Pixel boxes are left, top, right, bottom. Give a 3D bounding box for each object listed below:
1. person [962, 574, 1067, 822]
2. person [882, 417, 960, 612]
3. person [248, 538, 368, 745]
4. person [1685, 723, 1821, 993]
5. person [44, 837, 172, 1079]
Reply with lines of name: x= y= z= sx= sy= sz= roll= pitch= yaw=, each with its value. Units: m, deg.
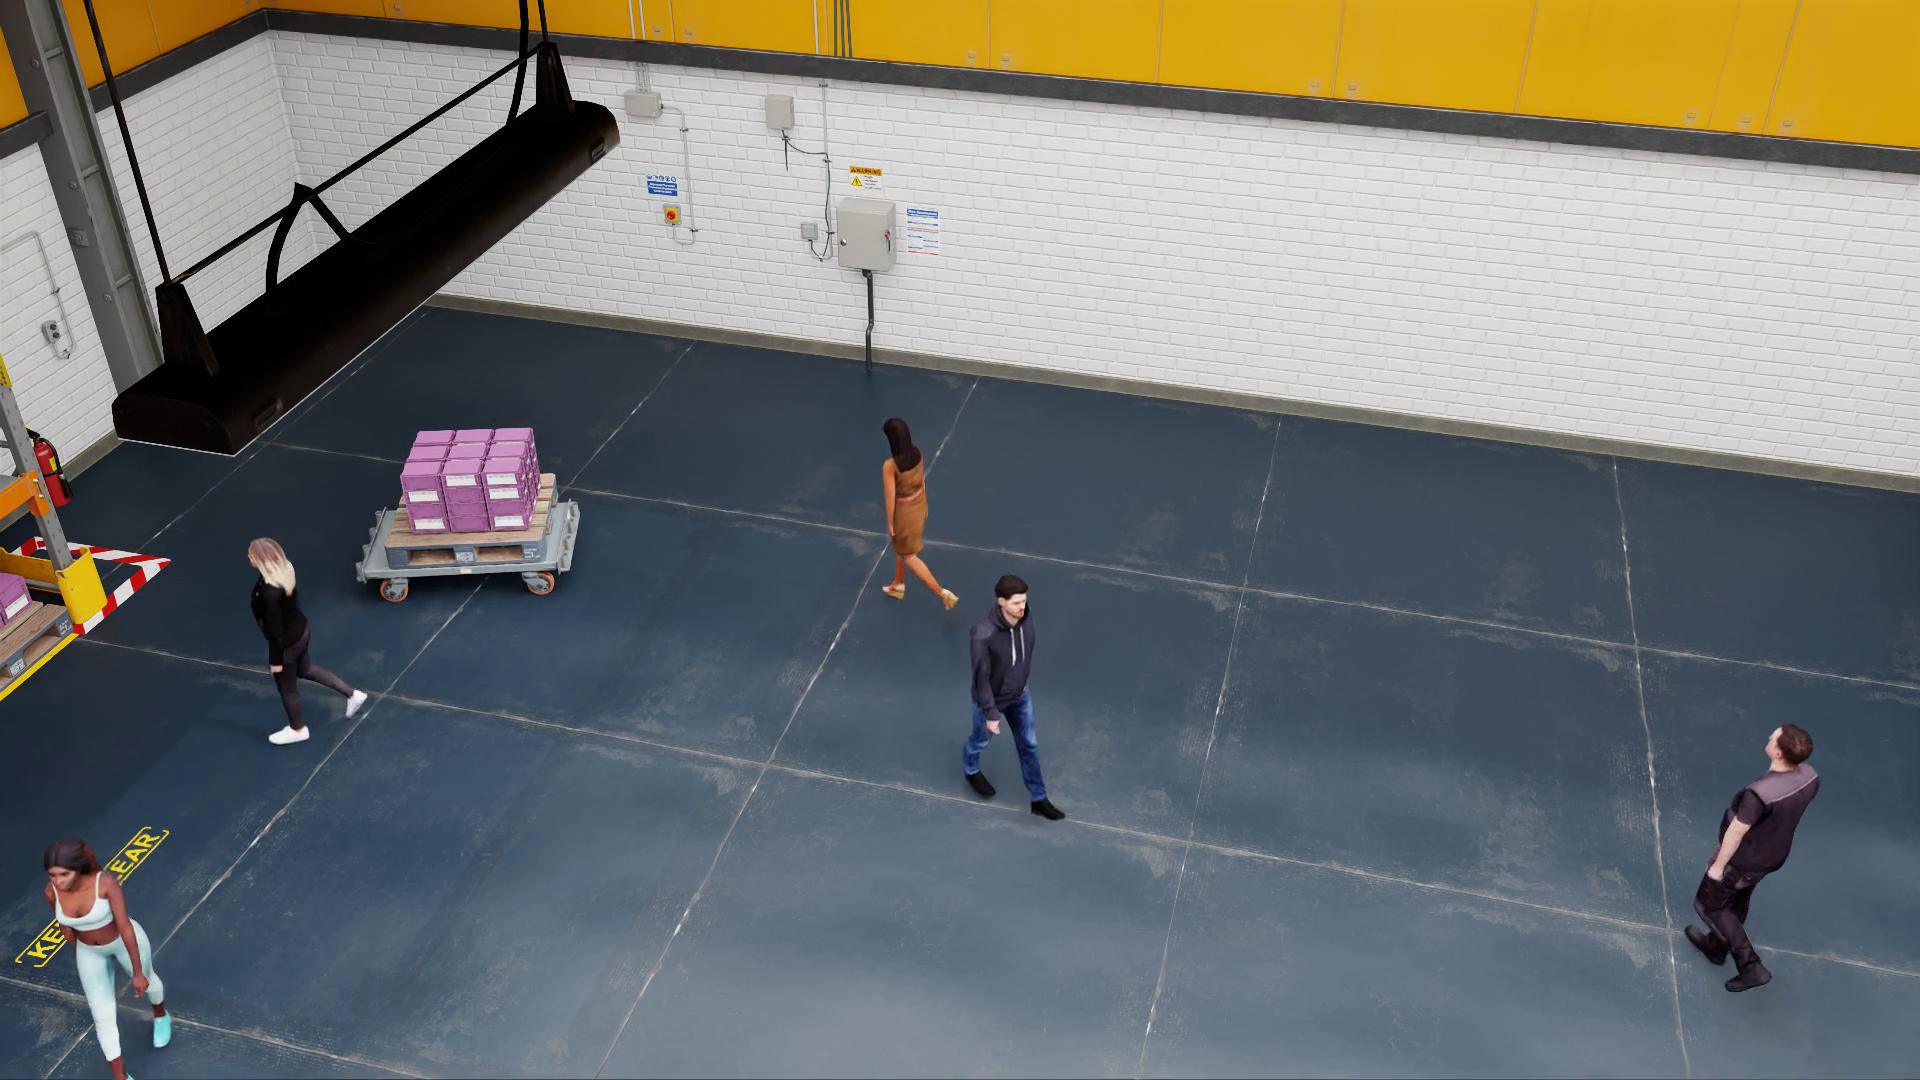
person: x=0.199 y=0.956 z=10.844 sx=1.132 sy=1.851 sz=1.132 roll=-22 pitch=40 yaw=-30
person: x=-0.333 y=-0.135 z=12.664 sx=0.856 sy=1.655 sz=1.012 roll=21 pitch=39 yaw=29
person: x=-4.519 y=0.693 z=11.402 sx=0.919 sy=1.671 sz=0.976 roll=-5 pitch=34 yaw=-8
person: x=4.577 y=1.855 z=9.509 sx=1.000 sy=1.832 sz=1.058 roll=-18 pitch=38 yaw=-25
person: x=-4.615 y=2.200 z=9.118 sx=0.825 sy=1.692 sz=1.045 roll=-5 pitch=34 yaw=-8
